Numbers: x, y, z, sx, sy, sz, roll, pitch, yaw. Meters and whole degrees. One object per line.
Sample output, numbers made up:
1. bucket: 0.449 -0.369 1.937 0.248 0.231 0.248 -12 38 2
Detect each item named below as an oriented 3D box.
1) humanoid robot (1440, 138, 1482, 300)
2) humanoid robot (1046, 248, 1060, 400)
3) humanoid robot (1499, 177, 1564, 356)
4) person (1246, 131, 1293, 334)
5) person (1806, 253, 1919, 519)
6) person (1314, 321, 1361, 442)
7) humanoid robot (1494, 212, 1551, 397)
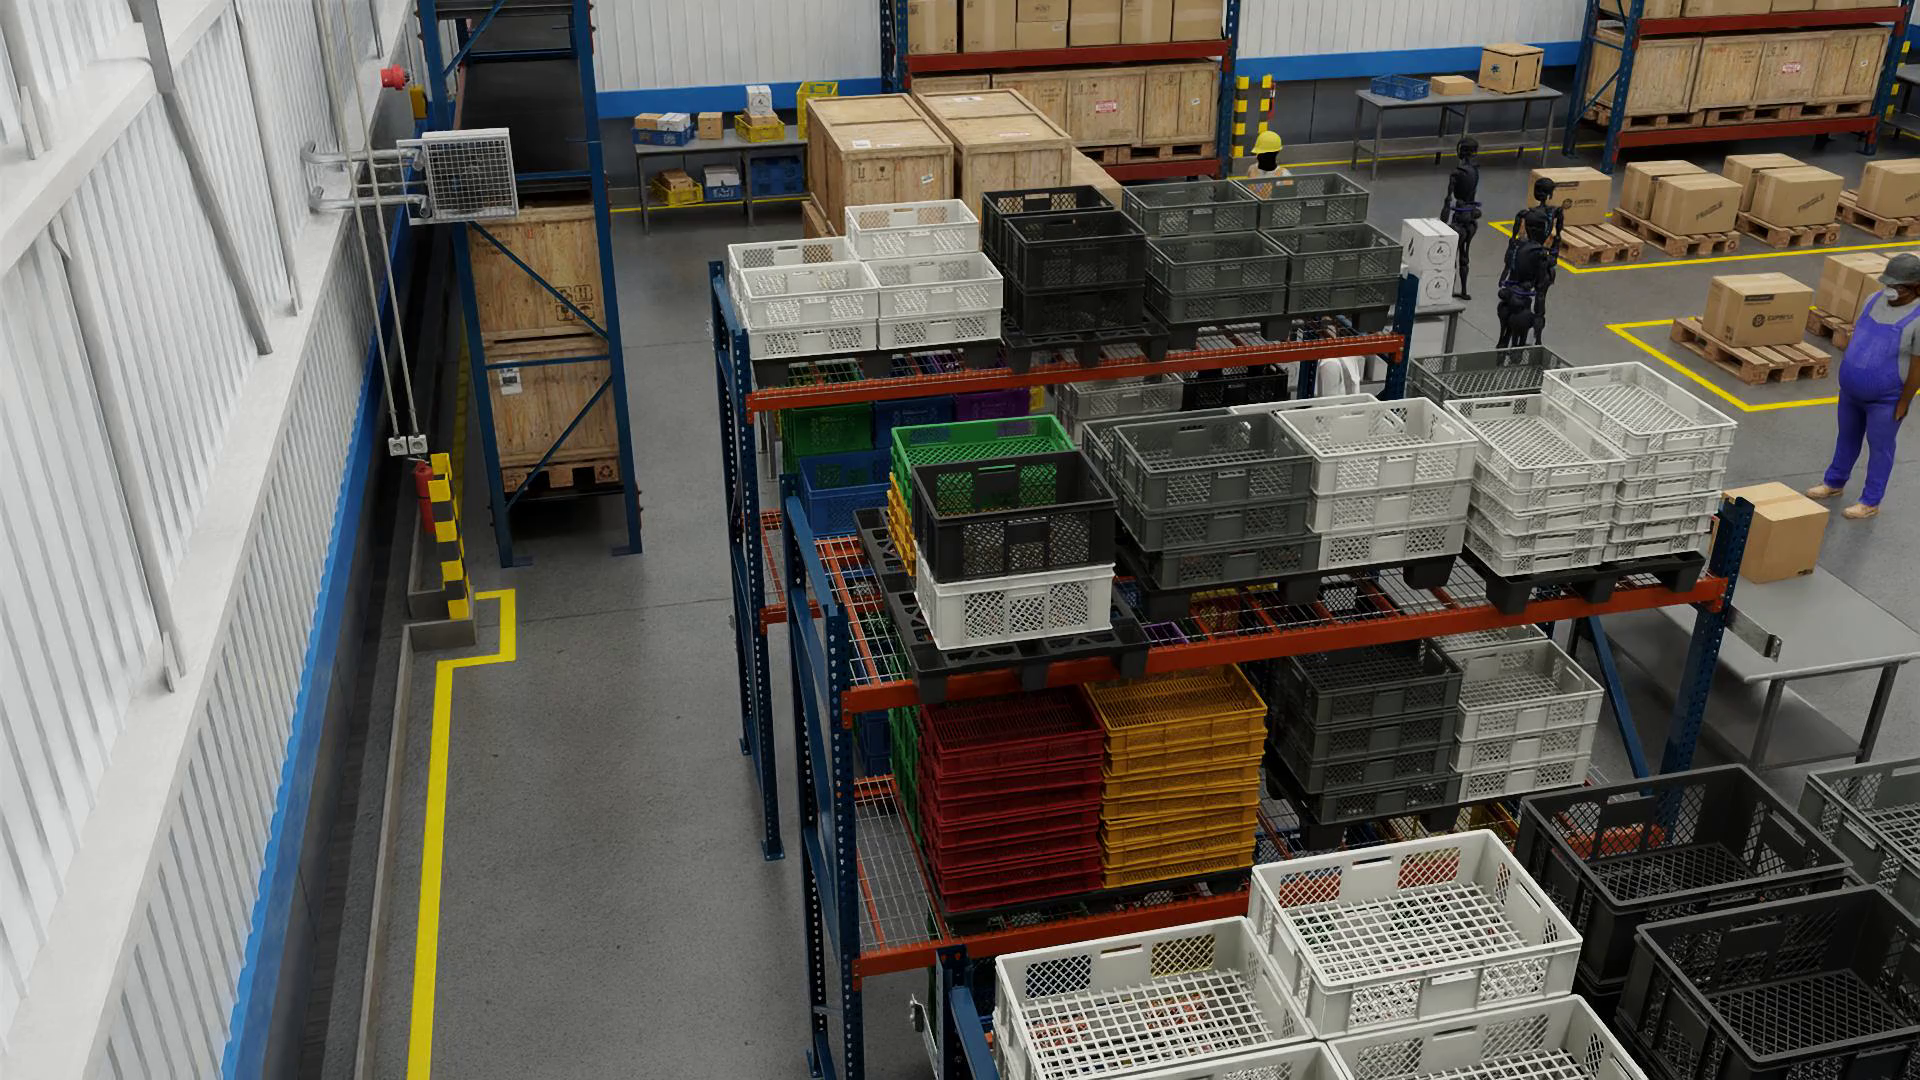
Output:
1. humanoid robot: 4.982 -3.177 16.564 0.342 1.649 0.569 24 36 38
2. humanoid robot: 0.835 -1.860 14.061 0.370 1.653 0.628 7 29 14
3. humanoid robot: 5.269 -2.511 15.298 0.567 1.650 0.339 -9 29 -17
4. person: 2.876 -2.928 15.823 0.368 1.925 0.589 -19 33 -31
5. person: 6.782 -1.159 12.346 0.536 2.000 0.679 -8 29 -16
6. person: 2.661 -0.788 11.811 0.356 1.882 0.573 9 29 16
7. humanoid robot: 4.850 -2.033 14.389 0.327 1.652 0.581 -6 28 -11
